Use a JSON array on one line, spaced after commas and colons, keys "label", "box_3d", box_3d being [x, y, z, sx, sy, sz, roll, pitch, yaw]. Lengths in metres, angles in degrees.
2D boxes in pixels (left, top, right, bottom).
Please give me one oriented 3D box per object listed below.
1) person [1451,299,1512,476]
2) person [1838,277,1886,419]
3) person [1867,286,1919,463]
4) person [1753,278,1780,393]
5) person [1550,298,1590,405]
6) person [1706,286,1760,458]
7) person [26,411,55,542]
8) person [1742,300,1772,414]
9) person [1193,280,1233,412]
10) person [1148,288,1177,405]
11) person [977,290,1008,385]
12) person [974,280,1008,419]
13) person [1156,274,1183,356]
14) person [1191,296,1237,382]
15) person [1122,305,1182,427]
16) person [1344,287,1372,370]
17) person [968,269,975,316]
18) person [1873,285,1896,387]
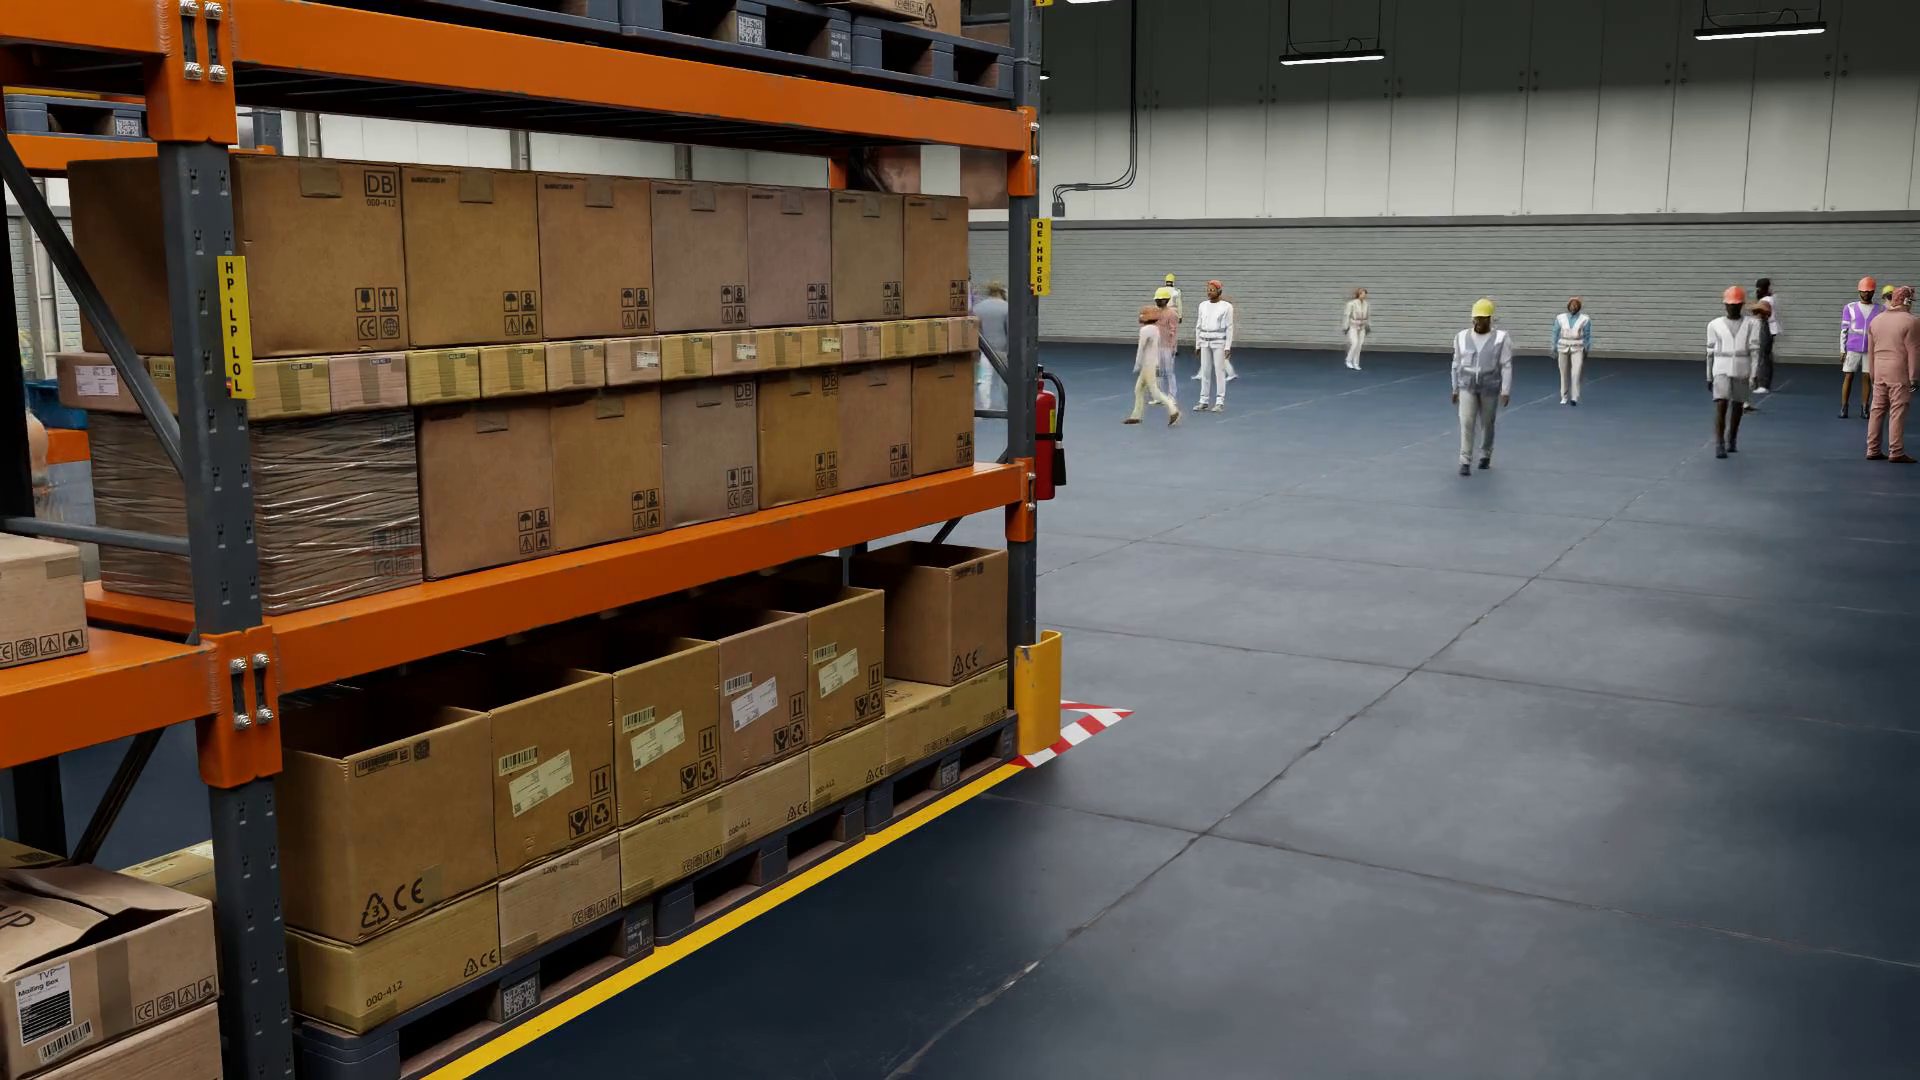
[{"label": "person", "box_3d": [5.380, -1.585, 17.167, 0.606, 1.792, 0.915, 4, 11, 23]}, {"label": "person", "box_3d": [12.366, -2.623, 22.800, 0.547, 1.938, 0.359, 4, 10, 21]}, {"label": "person", "box_3d": [10.132, -1.786, 17.999, 0.410, 1.905, 0.641, -3, 10, -17]}, {"label": "person", "box_3d": [13.151, -3.327, 27.126, 0.384, 1.878, 0.752, 6, 11, 32]}, {"label": "person", "box_3d": [9.096, -2.797, 24.821, 0.534, 1.598, 0.849, 5, 11, 26]}, {"label": "person", "box_3d": [8.621, -1.889, 18.598, 0.542, 1.909, 0.926, 3, 10, 20]}, {"label": "person", "box_3d": [-4.245, 0.062, 7.224, 0.593, 1.887, 0.909, 3, 10, 19]}, {"label": "person", "box_3d": [11.280, -2.596, 23.608, 0.311, 1.610, 0.619, 7, 12, 36]}, {"label": "person", "box_3d": [3.627, -2.774, 23.840, 0.574, 1.883, 0.355, 8, 12, 38]}, {"label": "person", "box_3d": [3.023, -2.879, 24.836, 0.349, 1.758, 0.521, -8, 12, -38]}, {"label": "person", "box_3d": [0.715, -3.524, 28.693, 0.895, 1.719, 0.536, 0, 10, 3]}, {"label": "person", "box_3d": [0.508, -2.625, 22.943, 0.648, 1.883, 1.012, 4, 10, 20]}, {"label": "person", "box_3d": [4.662, -4.997, 37.009, 0.602, 1.828, 0.404, 4, 10, 22]}, {"label": "person", "box_3d": [4.560, -3.615, 29.599, 0.844, 1.600, 0.513, 3, 10, 19]}, {"label": "person", "box_3d": [2.539, -2.285, 21.824, 0.811, 1.596, 0.496, 4, 11, 23]}, {"label": "person", "box_3d": [7.802, -4.139, 32.611, 0.520, 1.620, 0.396, -5, 11, -25]}, {"label": "person", "box_3d": [0.176, -5.784, 41.382, 0.409, 1.913, 0.651, -4, 10, -21]}, {"label": "person", "box_3d": [15.344, -3.343, 27.563, 0.531, 1.754, 0.627, 5, 11, 26]}]
